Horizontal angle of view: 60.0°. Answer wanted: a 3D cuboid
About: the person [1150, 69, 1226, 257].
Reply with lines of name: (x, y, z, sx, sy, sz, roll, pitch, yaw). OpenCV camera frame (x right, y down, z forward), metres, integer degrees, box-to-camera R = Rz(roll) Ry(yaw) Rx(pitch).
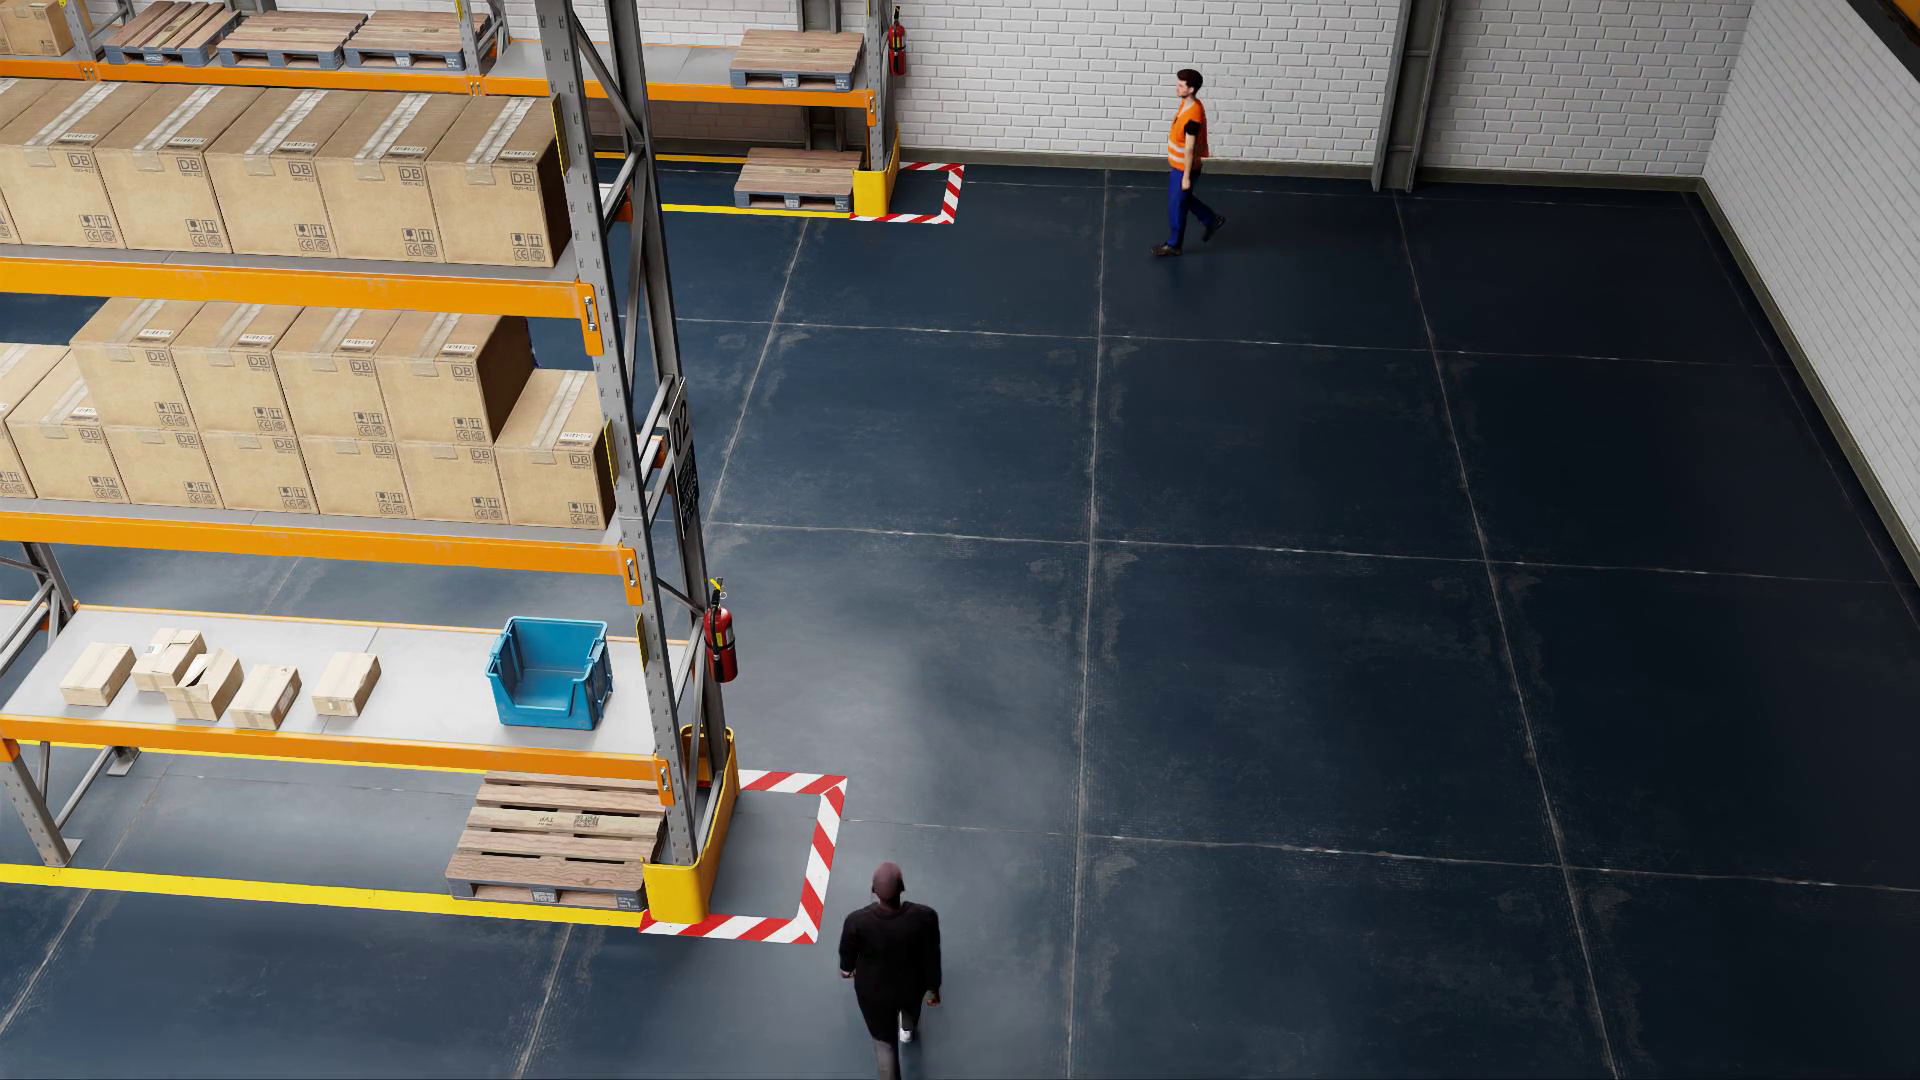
person: (2.226, -3.560, 15.784, 0.973, 1.874, 0.725, -1, 39, -1)

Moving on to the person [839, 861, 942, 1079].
person: (-0.339, 2.359, 8.488, 1.018, 1.730, 0.877, -6, 39, -8)
